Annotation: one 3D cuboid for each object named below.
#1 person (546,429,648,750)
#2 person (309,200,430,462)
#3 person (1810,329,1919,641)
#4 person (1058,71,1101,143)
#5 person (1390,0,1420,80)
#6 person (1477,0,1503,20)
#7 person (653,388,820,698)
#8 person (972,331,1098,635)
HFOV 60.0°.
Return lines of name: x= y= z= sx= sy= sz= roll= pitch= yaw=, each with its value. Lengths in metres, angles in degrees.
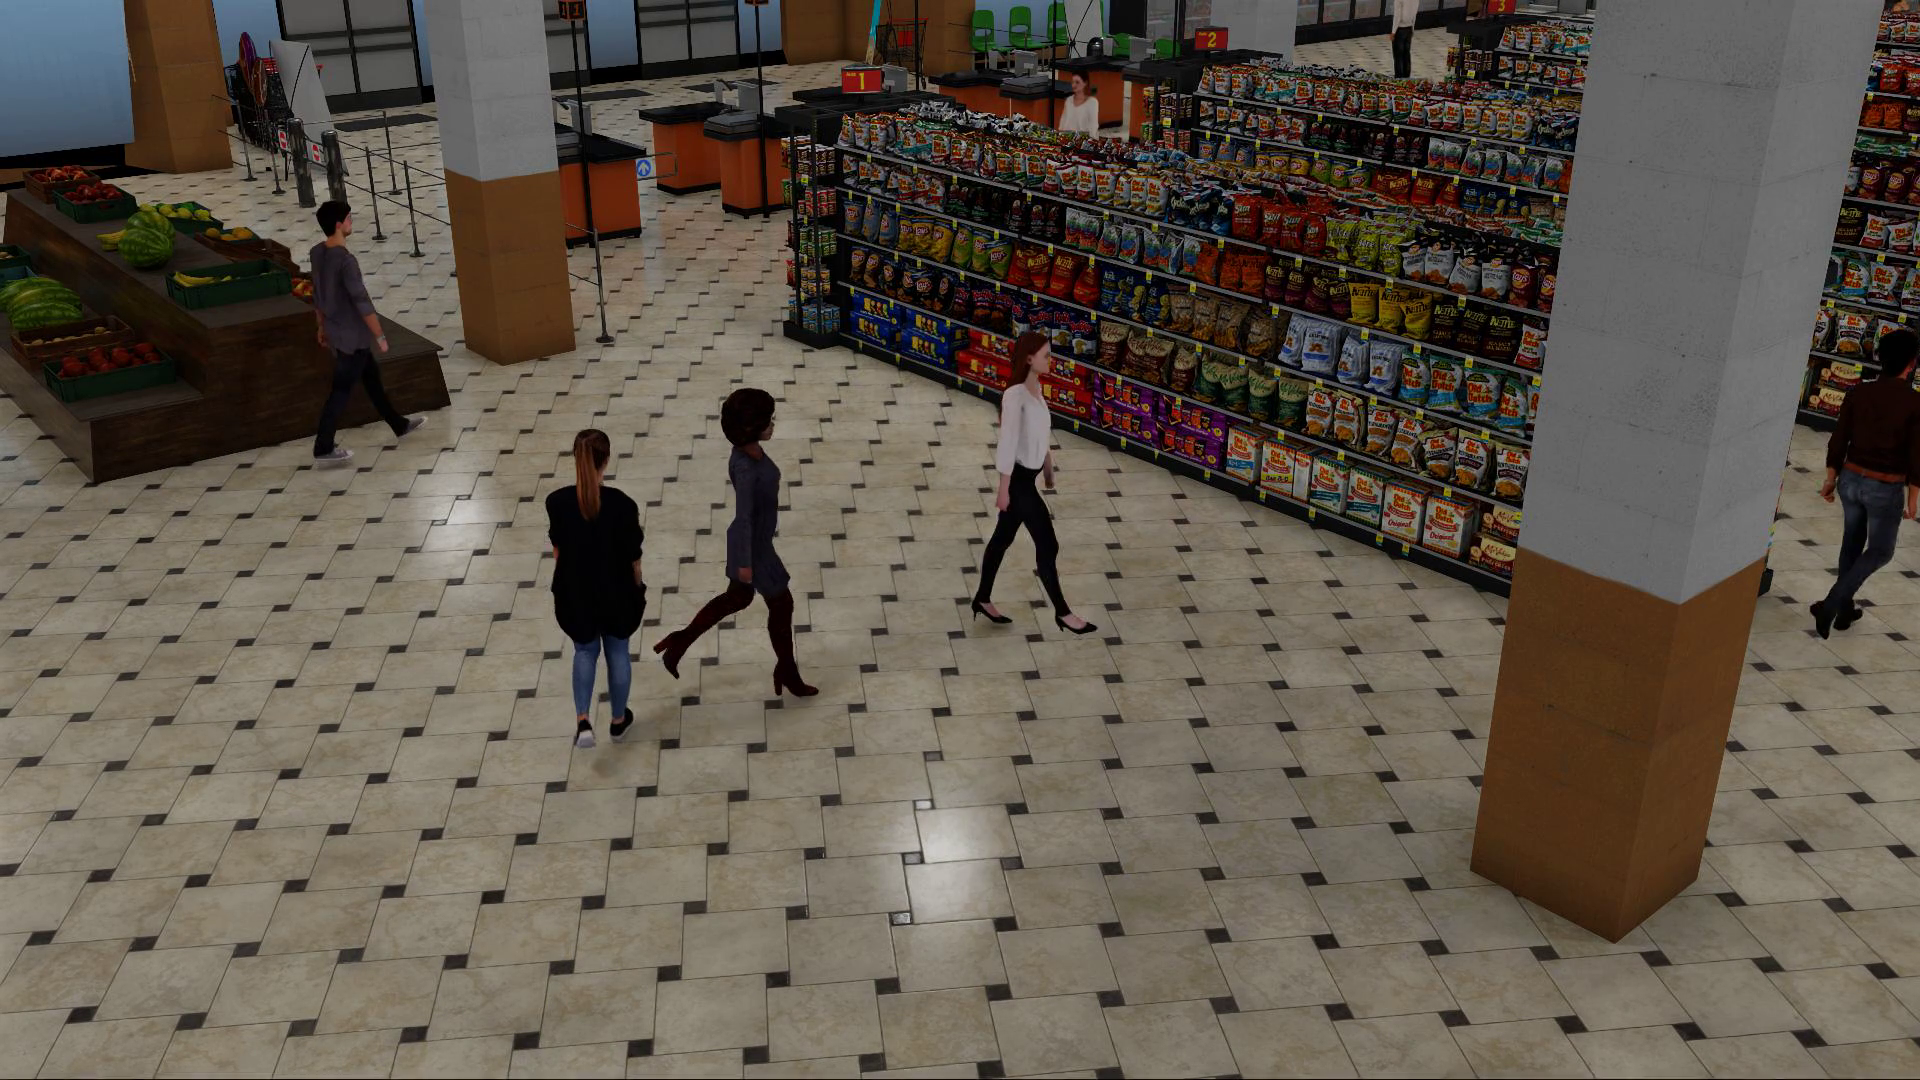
person: x=-1.724 y=0.290 z=7.923 sx=0.912 sy=1.669 sz=0.975 roll=0 pitch=24 yaw=-1
person: x=-4.360 y=-1.409 z=11.640 sx=0.824 sy=1.802 sz=1.115 roll=-21 pitch=31 yaw=-40
person: x=4.927 y=-0.253 z=9.043 sx=0.739 sy=1.766 sz=0.899 roll=-17 pitch=29 yaw=-34
person: x=1.387 y=-4.363 z=18.589 sx=1.077 sy=1.642 sz=0.786 roll=21 pitch=31 yaw=40
person: x=7.378 y=-8.432 z=27.681 sx=0.676 sy=1.810 sz=0.580 roll=-14 pitch=27 yaw=-30
person: x=9.899 y=-9.889 z=31.069 sx=0.943 sy=1.762 sz=0.892 roll=0 pitch=24 yaw=-1
person: x=-1.140 y=0.063 z=8.426 sx=1.042 sy=1.682 sz=1.075 roll=-2 pitch=24 yaw=-5
person: x=0.254 y=-0.295 z=9.187 sx=1.083 sy=1.728 sz=0.938 roll=7 pitch=25 yaw=16
